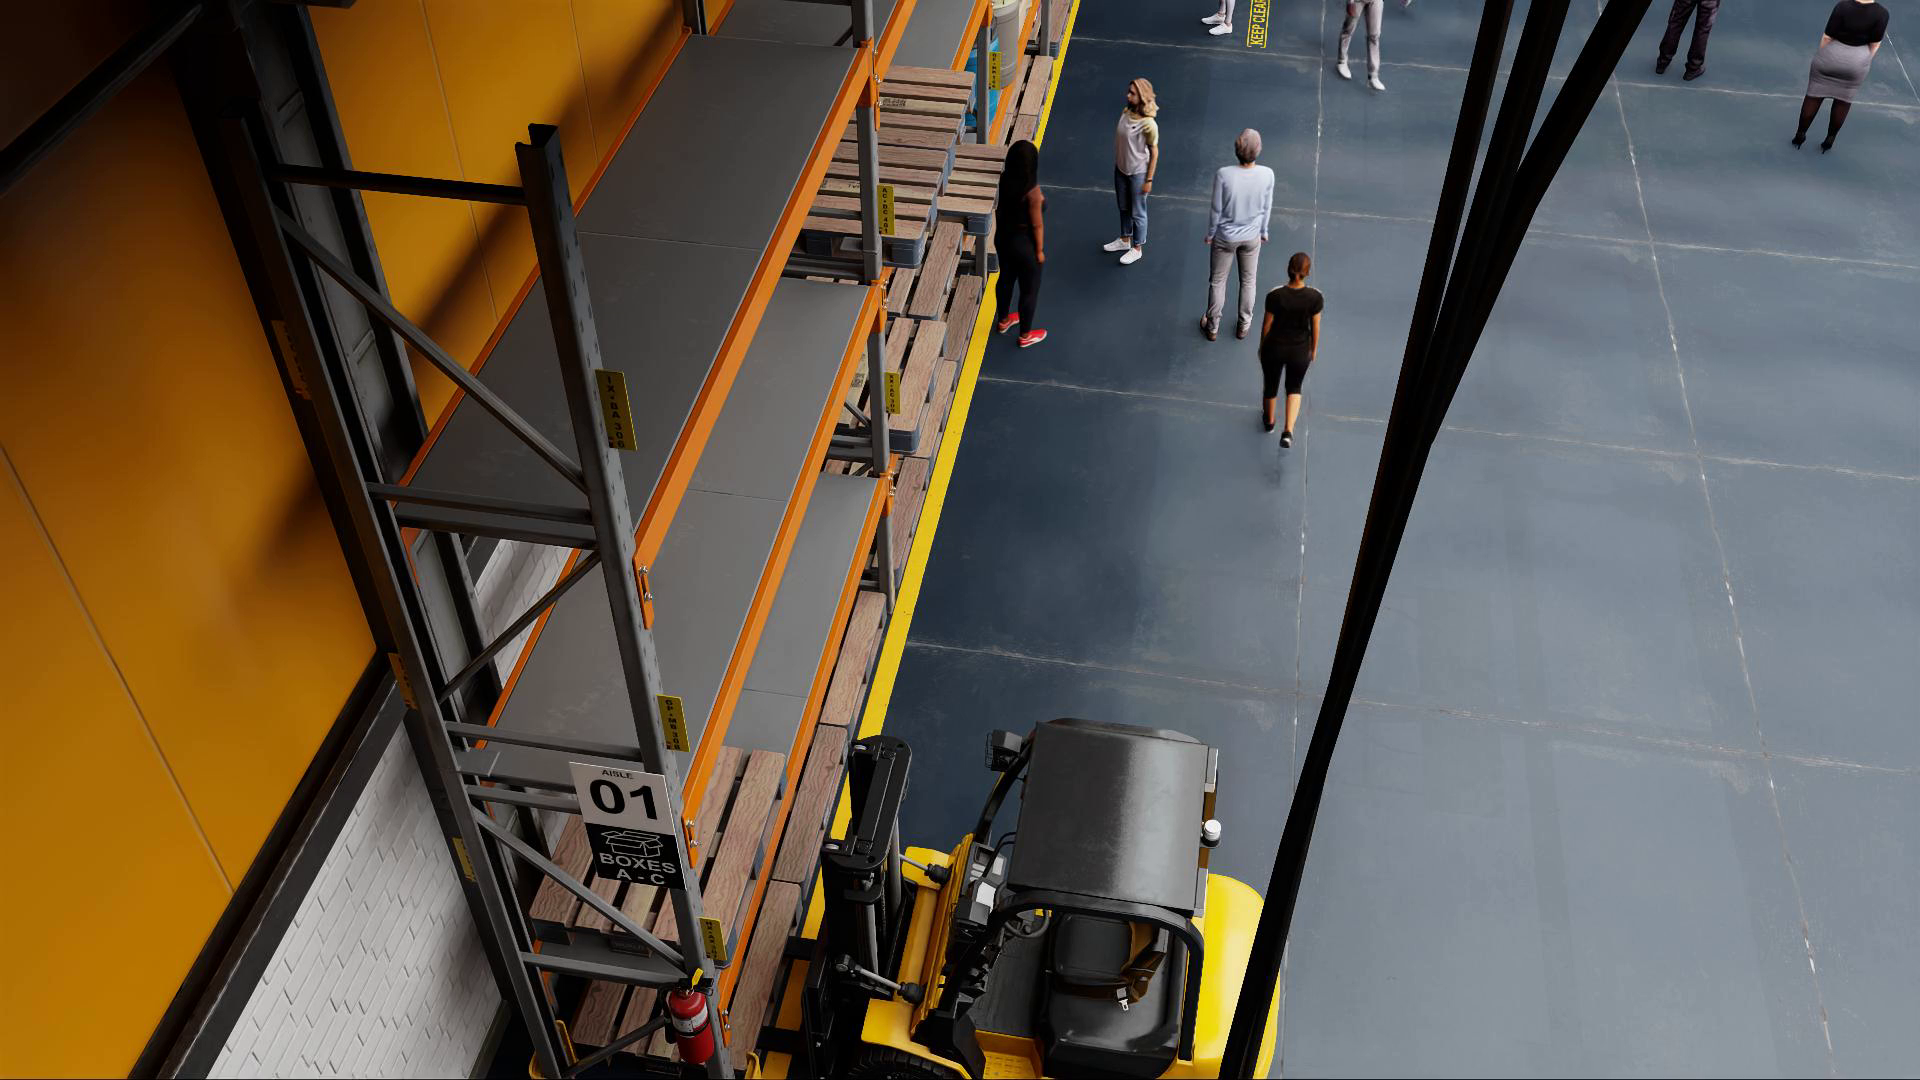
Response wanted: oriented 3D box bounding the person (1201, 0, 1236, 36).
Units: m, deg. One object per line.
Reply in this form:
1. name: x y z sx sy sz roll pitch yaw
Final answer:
1. person: 2.809 -6.160 17.443 0.687 1.702 0.554 -7 44 -7

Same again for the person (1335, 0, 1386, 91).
1. person: 4.014 -5.482 16.653 0.945 1.810 1.133 -9 44 -9

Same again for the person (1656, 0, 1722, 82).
1. person: 7.459 -5.578 16.681 0.770 1.911 0.743 27 50 25

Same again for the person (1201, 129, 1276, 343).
1. person: 2.238 -2.449 13.409 0.709 1.893 0.638 0 44 0

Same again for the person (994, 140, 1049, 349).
1. person: 0.476 -2.396 13.411 0.812 1.815 0.773 -32 52 -29

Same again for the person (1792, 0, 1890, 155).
1. person: 8.297 -4.481 15.639 0.722 1.760 0.698 17 46 17

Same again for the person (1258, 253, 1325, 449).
1. person: 2.445 -1.378 12.460 0.626 1.652 0.891 2 44 2

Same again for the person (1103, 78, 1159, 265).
1. person: 1.496 -3.174 14.294 0.767 1.722 0.698 -24 49 -23
